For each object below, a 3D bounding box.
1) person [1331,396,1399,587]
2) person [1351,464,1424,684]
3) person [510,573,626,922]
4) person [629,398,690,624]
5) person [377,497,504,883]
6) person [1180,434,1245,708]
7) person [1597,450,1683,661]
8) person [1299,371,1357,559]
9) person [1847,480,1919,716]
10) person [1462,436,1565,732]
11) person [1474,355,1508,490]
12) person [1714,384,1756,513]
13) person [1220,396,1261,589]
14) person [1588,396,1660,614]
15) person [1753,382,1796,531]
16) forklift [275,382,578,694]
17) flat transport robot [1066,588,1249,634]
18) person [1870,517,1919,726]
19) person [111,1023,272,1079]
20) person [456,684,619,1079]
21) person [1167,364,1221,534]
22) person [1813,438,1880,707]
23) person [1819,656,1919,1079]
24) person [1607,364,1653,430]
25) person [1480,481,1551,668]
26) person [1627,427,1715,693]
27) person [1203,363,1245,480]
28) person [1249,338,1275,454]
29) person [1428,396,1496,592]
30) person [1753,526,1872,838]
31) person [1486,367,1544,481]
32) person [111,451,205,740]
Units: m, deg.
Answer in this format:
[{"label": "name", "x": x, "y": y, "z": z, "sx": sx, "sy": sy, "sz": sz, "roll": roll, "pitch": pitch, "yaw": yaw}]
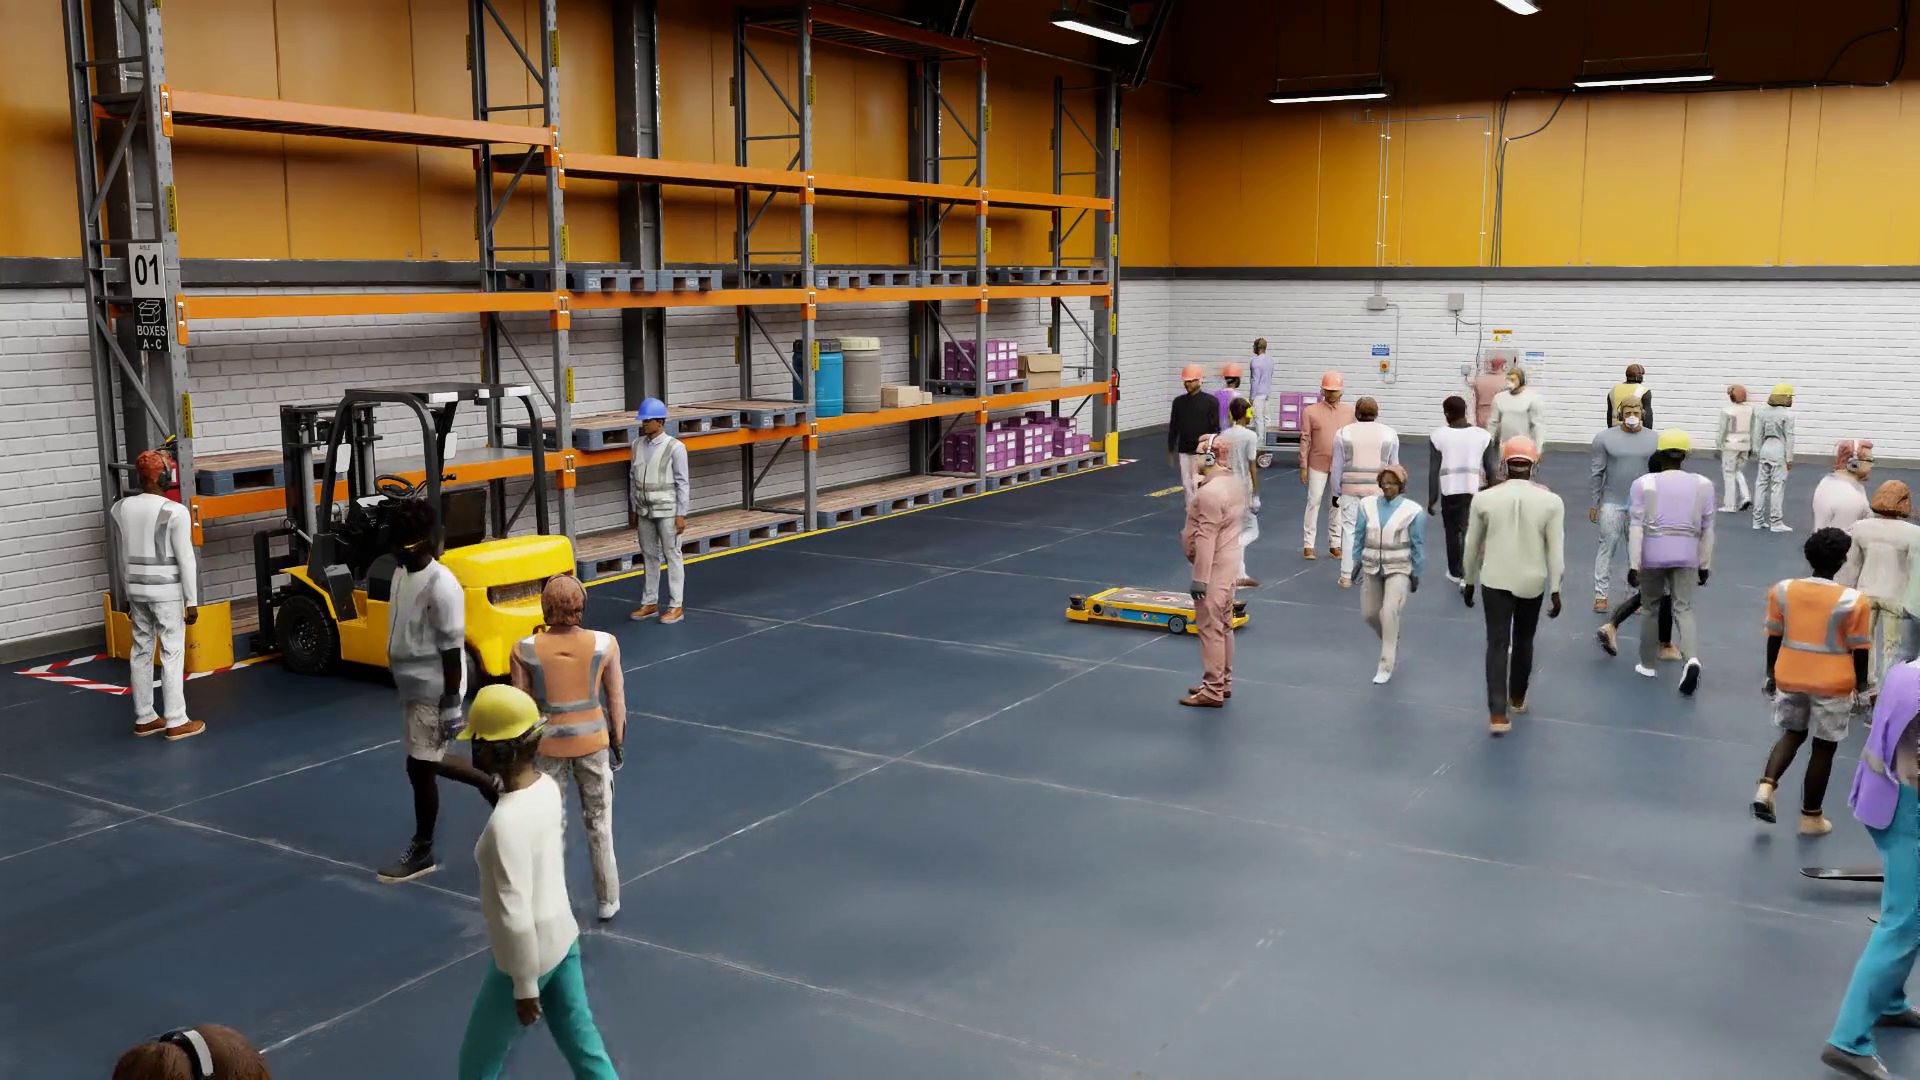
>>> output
[{"label": "person", "x": 3.873, "y": -0.455, "z": 15.936, "sx": 0.633, "sy": 1.841, "sz": 0.429, "roll": 1, "pitch": 9, "yaw": 8}, {"label": "person", "x": 3.204, "y": 0.225, "z": 12.382, "sx": 0.515, "sy": 1.613, "sz": 0.638, "roll": 7, "pitch": 11, "yaw": 37}, {"label": "person", "x": -1.799, "y": 0.972, "z": 7.663, "sx": 0.522, "sy": 1.638, "sz": 0.310, "roll": -3, "pitch": 10, "yaw": -17}, {"label": "person", "x": -2.603, "y": -0.253, "z": 14.340, "sx": 0.605, "sy": 1.949, "sz": 0.401, "roll": 6, "pitch": 11, "yaw": 31}, {"label": "person", "x": -2.561, "y": 0.723, "z": 8.324, "sx": 0.739, "sy": 1.930, "sz": 0.602, "roll": -7, "pitch": 12, "yaw": -39}, {"label": "person", "x": 1.752, "y": 0.210, "z": 11.627, "sx": 0.401, "sy": 1.901, "sz": 0.646, "roll": 4, "pitch": 10, "yaw": 23}, {"label": "person", "x": 5.317, "y": 0.126, "z": 12.832, "sx": 0.685, "sy": 1.675, "sz": 0.546, "roll": -2, "pitch": 9, "yaw": -11}, {"label": "person", "x": 3.878, "y": -0.780, "z": 17.492, "sx": 0.621, "sy": 1.990, "sz": 0.396, "roll": -1, "pitch": 9, "yaw": -5}, {"label": "person", "x": 6.224, "y": 0.406, "z": 11.208, "sx": 0.283, "sy": 1.633, "sz": 0.497, "roll": -8, "pitch": 12, "yaw": -39}, {"label": "person", "x": 3.681, "y": 0.281, "z": 11.102, "sx": 0.645, "sy": 1.937, "sz": 1.013, "roll": 3, "pitch": 10, "yaw": 18}, {"label": "person", "x": 7.454, "y": -1.629, "z": 23.133, "sx": 0.544, "sy": 1.889, "sz": 0.651, "roll": -9, "pitch": 13, "yaw": -43}, {"label": "person", "x": 9.727, "y": -1.138, "z": 20.891, "sx": 0.517, "sy": 1.628, "sz": 0.358, "roll": -3, "pitch": 9, "yaw": -16}, {"label": "person", "x": 2.611, "y": -0.433, "z": 15.788, "sx": 0.556, "sy": 1.846, "sz": 0.560, "roll": -5, "pitch": 10, "yaw": -28}, {"label": "person", "x": 5.889, "y": -0.308, "z": 14.718, "sx": 0.636, "sy": 1.939, "sz": 0.364, "roll": 2, "pitch": 9, "yaw": 11}, {"label": "person", "x": 9.563, "y": -0.974, "z": 19.487, "sx": 0.318, "sy": 1.740, "sz": 0.488, "roll": -4, "pitch": 10, "yaw": -21}, {"label": "forklift", "x": -3.974, "y": -0.067, "z": 12.417, "sx": 2.313, "sy": 2.155, "sz": 1.214, "roll": 5, "pitch": 11, "yaw": 30}, {"label": "flat transport robot", "x": 1.693, "y": 0.593, "z": 14.281, "sx": 1.431, "sy": 0.197, "sz": 0.652, "roll": 5, "pitch": 11, "yaw": 30}, {"label": "person", "x": 6.397, "y": 0.491, "z": 10.782, "sx": 0.815, "sy": 1.591, "sz": 0.526, "roll": 3, "pitch": 9, "yaw": 16}, {"label": "person", "x": -1.265, "y": 1.686, "z": 2.713, "sx": 0.783, "sy": 1.801, "sz": 0.646, "roll": -9, "pitch": 13, "yaw": -43}, {"label": "person", "x": -1.456, "y": 1.304, "z": 5.325, "sx": 0.909, "sy": 1.713, "sz": 0.551, "roll": 1, "pitch": 9, "yaw": 4}, {"label": "person", "x": 2.667, "y": -1.033, "z": 19.111, "sx": 0.656, "sy": 1.976, "sz": 0.448, "roll": 8, "pitch": 12, "yaw": 39}, {"label": "person", "x": 6.151, "y": 0.220, "z": 11.591, "sx": 0.831, "sy": 1.878, "sz": 0.650, "roll": 2, "pitch": 9, "yaw": 12}, {"label": "person", "x": 3.603, "y": 1.106, "z": 6.326, "sx": 0.485, "sy": 1.816, "sz": 0.742, "roll": 3, "pitch": 10, "yaw": 19}, {"label": "person", "x": 8.742, "y": -1.373, "z": 21.671, "sx": 0.429, "sy": 1.840, "sz": 0.633, "roll": -6, "pitch": 11, "yaw": -32}, {"label": "person", "x": 4.323, "y": 0.113, "z": 12.832, "sx": 0.566, "sy": 1.708, "sz": 0.913, "roll": -1, "pitch": 9, "yaw": -9}, {"label": "person", "x": 5.184, "y": 0.139, "z": 12.101, "sx": 0.599, "sy": 1.897, "sz": 0.849, "roll": 1, "pitch": 9, "yaw": 8}, {"label": "person", "x": 3.394, "y": -1.303, "z": 21.120, "sx": 1.028, "sy": 1.892, "sz": 0.548, "roll": -7, "pitch": 11, "yaw": -36}, {"label": "person", "x": 5.018, "y": -2.414, "z": 27.859, "sx": 0.372, "sy": 1.940, "sz": 0.632, "roll": 7, "pitch": 11, "yaw": 36}, {"label": "person", "x": 4.792, "y": -0.445, "z": 15.870, "sx": 0.651, "sy": 1.854, "sz": 1.033, "roll": 2, "pitch": 9, "yaw": 10}, {"label": "person", "x": 4.521, "y": 0.764, "z": 8.812, "sx": 0.401, "sy": 1.684, "sz": 0.539, "roll": -6, "pitch": 11, "yaw": -33}, {"label": "person", "x": 6.475, "y": -1.075, "z": 19.612, "sx": 0.865, "sy": 1.908, "sz": 0.644, "roll": -7, "pitch": 11, "yaw": -36}, {"label": "person", "x": -5.184, "y": 0.361, "z": 10.758, "sx": 0.567, "sy": 1.878, "sz": 0.349, "roll": 2, "pitch": 9, "yaw": 15}]
